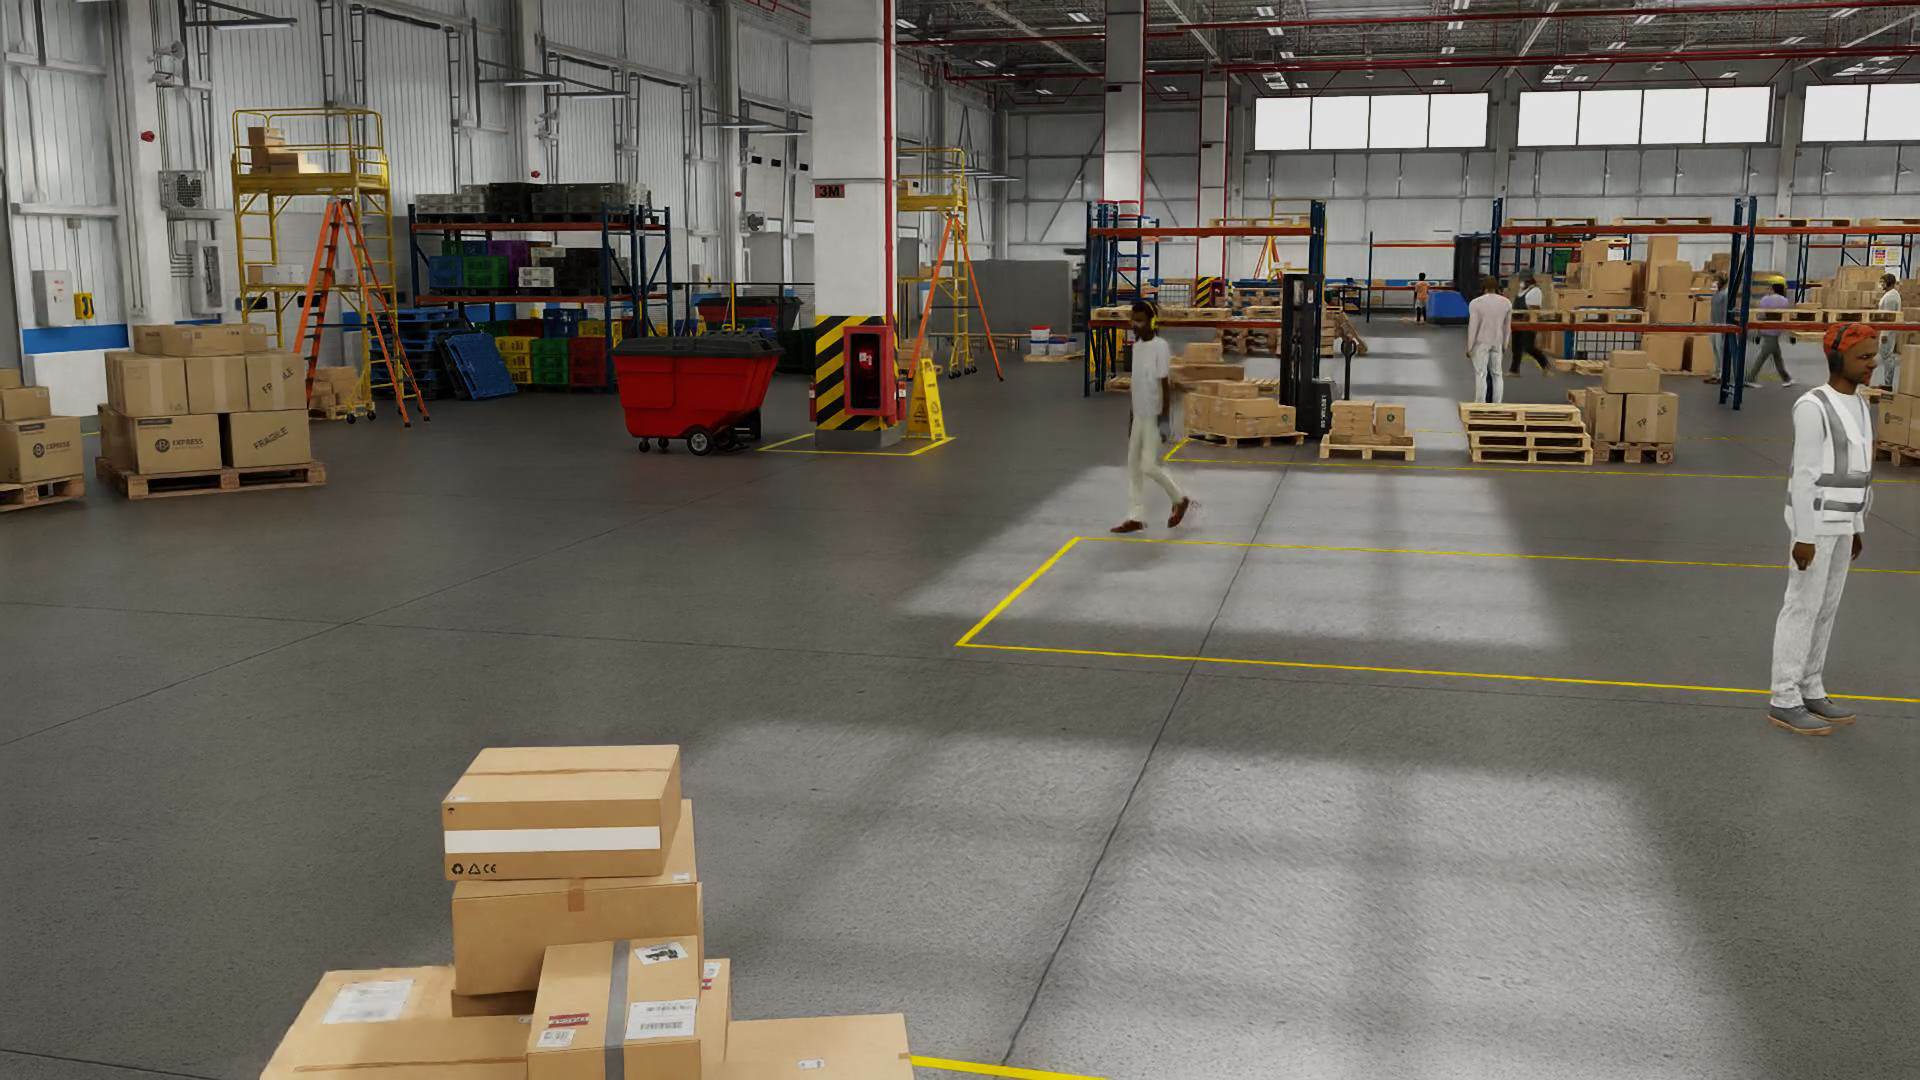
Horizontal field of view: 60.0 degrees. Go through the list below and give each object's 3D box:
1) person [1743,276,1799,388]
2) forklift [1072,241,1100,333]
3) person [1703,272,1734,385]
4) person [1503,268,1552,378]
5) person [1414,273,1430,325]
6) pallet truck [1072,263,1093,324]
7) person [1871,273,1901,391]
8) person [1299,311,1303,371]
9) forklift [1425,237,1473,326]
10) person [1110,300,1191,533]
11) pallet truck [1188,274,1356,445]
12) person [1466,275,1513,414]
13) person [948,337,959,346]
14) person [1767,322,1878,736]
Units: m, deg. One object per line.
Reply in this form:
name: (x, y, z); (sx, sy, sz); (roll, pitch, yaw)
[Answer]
person: (13.604, -3.468, 27.808); (1.007, 1.870, 0.613); (-1, 10, -7)
forklift: (4.057, -7.290, 47.330); (1.873, 2.768, 1.129); (2, 10, 14)
person: (13.068, -3.630, 28.592); (0.367, 1.932, 0.622); (0, 10, -1)
person: (10.260, -3.923, 29.969); (0.738, 2.000, 0.708); (-2, 10, -11)
person: (15.008, -7.837, 54.059); (0.530, 1.689, 0.321); (-3, 10, -15)
pallet truck: (4.325, -8.180, 55.162); (0.823, 1.965, 1.885); (6, 11, 31)
person: (15.137, -3.386, 27.151); (0.375, 1.931, 0.624); (5, 11, 29)
person: (6.676, -4.094, 31.881); (0.322, 1.736, 0.487); (7, 12, 34)
forklift: (15.793, -8.156, 52.424); (1.873, 2.768, 1.129); (0, 10, 0)
person: (1.530, -0.970, 13.150); (0.632, 1.849, 0.553); (-5, 11, -26)
pallet truck: (3.653, -2.138, 19.590); (1.885, 1.965, 0.823); (-4, 10, -20)
person: (7.268, -2.669, 22.895); (0.631, 1.936, 0.362); (-2, 10, -10)
person: (-0.082, -5.745, 41.071); (0.642, 1.913, 0.467); (9, 13, 42)
person: (3.992, -0.055, 7.659); (0.579, 1.882, 0.342); (-8, 13, -40)
